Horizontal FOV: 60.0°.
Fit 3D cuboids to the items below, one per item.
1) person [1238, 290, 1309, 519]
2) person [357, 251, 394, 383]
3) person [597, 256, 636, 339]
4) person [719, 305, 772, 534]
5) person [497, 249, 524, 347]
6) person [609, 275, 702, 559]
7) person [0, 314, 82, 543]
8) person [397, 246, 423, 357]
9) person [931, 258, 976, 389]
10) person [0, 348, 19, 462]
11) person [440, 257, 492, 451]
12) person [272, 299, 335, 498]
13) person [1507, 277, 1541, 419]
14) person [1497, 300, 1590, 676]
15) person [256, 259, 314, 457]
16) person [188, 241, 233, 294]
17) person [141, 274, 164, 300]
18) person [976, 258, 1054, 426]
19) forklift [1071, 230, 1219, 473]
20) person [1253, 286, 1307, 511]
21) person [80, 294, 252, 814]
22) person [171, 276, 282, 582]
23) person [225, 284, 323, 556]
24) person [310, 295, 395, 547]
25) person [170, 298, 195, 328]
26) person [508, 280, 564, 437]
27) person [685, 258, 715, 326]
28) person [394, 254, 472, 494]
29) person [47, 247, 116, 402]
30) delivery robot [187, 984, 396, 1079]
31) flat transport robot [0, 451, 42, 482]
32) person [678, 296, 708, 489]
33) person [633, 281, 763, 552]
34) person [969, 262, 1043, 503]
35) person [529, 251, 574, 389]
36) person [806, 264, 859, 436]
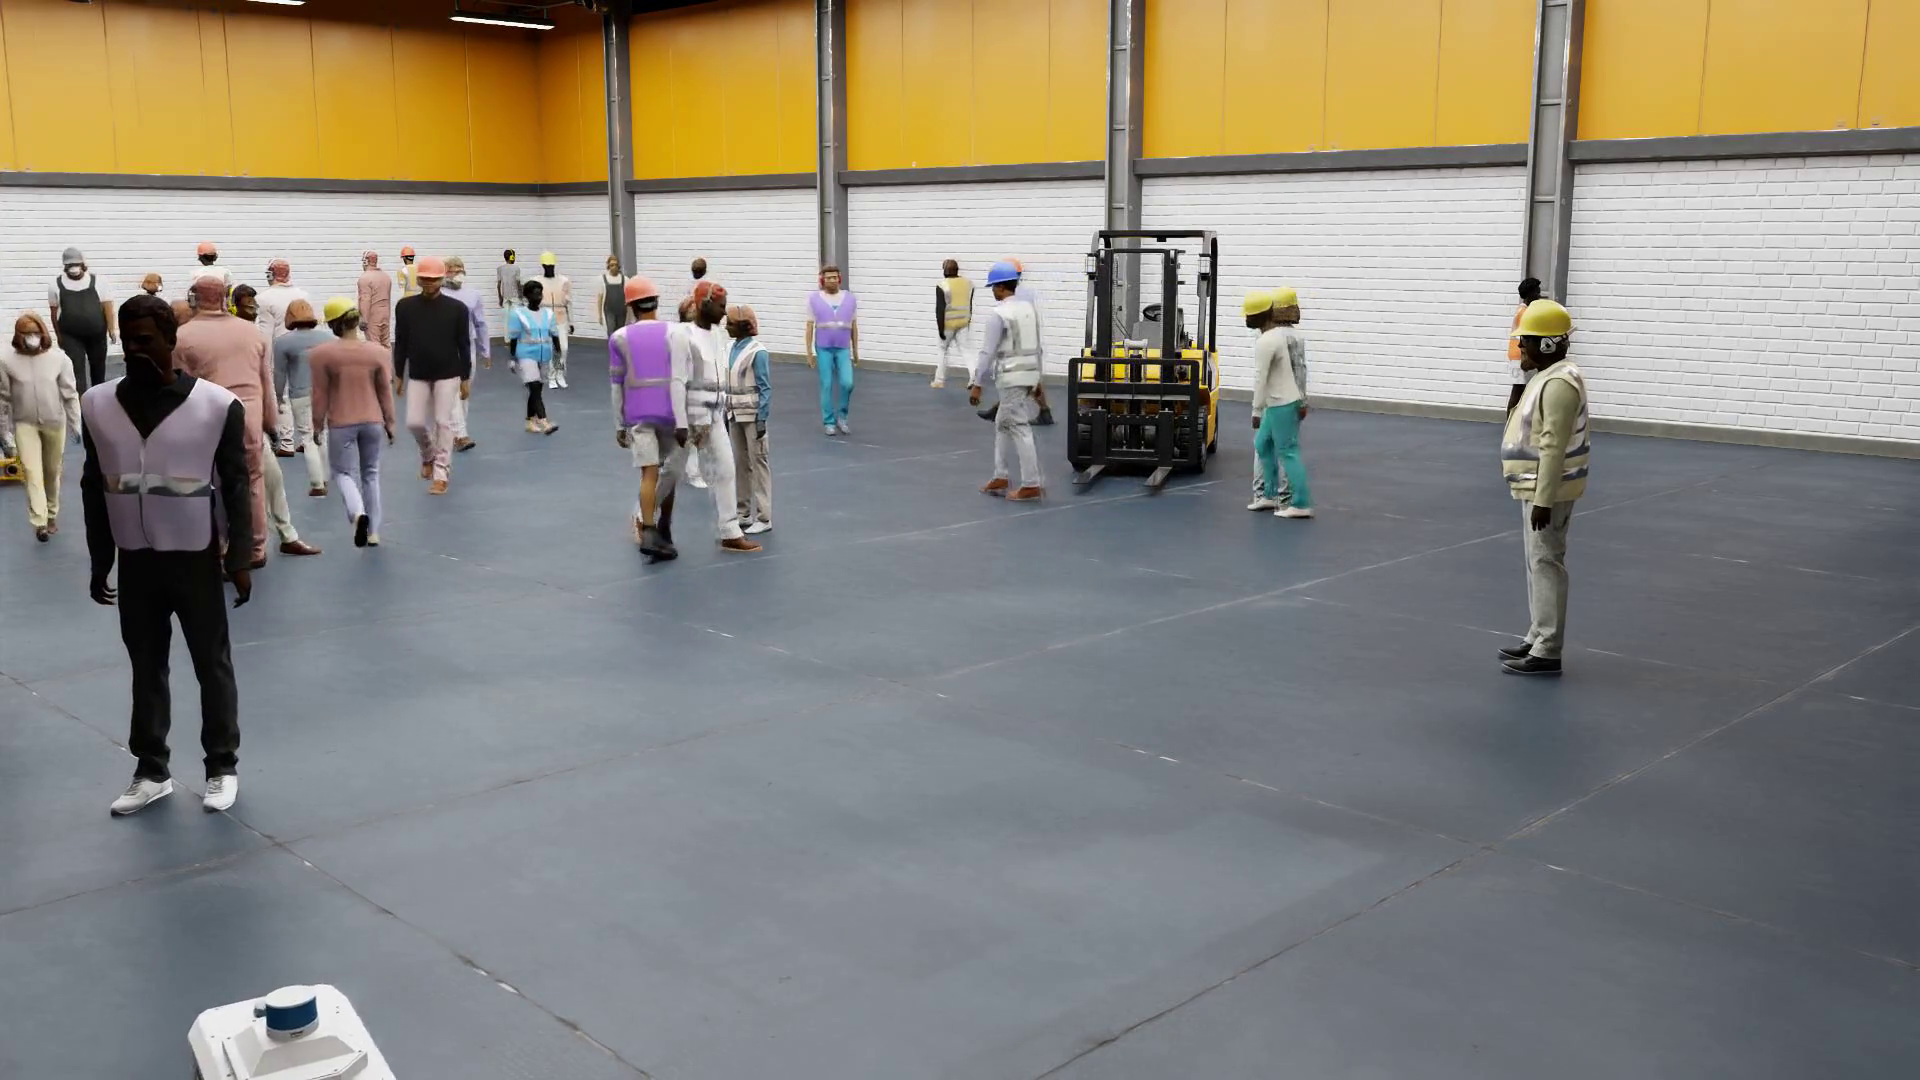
[{"bbox_3d":[2.375,-1.019,12.554,0.614,1.715,0.536,4,11,22],"label":"person"},{"bbox_3d":[-8.419,-3.184,23.872,0.399,1.907,0.644,3,11,16],"label":"person"},{"bbox_3d":[-5.367,-3.526,26.025,0.539,1.795,0.946,-5,11,-23],"label":"person"},{"bbox_3d":[-1.535,-0.861,11.942,0.314,1.636,0.516,-9,13,-39],"label":"person"},{"bbox_3d":[-8.579,-4.613,31.784,0.518,1.865,0.329,2,11,13],"label":"person"},{"bbox_3d":[-2.039,-0.829,11.153,0.589,1.878,0.945,-2,11,-12],"label":"person"},{"bbox_3d":[-6.449,-0.786,11.667,0.515,1.573,0.861,-7,13,-35],"label":"person"},{"bbox_3d":[-9.623,-4.174,29.186,0.356,1.938,0.544,8,13,37],"label":"person"},{"bbox_3d":[-0.073,-2.998,23.112,0.632,1.816,0.845,-6,12,-29],"label":"person"},{"bbox_3d":[-8.310,-1.372,13.958,0.635,1.918,0.684,2,11,8],"label":"person"},{"bbox_3d":[-4.935,-1.833,16.512,0.659,1.907,0.868,-9,14,-40],"label":"person"},{"bbox_3d":[-5.368,-1.163,13.644,0.522,1.603,0.684,-8,13,-39],"label":"person"},{"bbox_3d":[5.950,-1.917,17.563,0.319,1.695,0.534,4,11,22],"label":"person"},{"bbox_3d":[2.843,-0.253,8.127,0.403,1.825,0.591,2,11,13],"label":"person"},{"bbox_3d":[-6.541,-1.758,16.097,0.403,1.906,0.651,5,12,26],"label":"person"},{"bbox_3d":[-10.425,-3.130,23.193,0.365,2.048,0.605,10,14,44],"label":"person"},{"bbox_3d":[-10.844,-2.763,22.363,0.400,1.616,0.513,0,10,-1],"label":"person"},{"bbox_3d":[0.646,-2.225,18.752,1.013,1.878,0.567,5,11,23],"label":"person"},{"bbox_3d":[1.804,-1.825,15.677,1.214,2.155,2.313,2,11,13],"label":"forklift"},{"bbox_3d":[2.472,-1.071,12.790,0.289,1.746,0.487,-8,13,-38],"label":"person"},{"bbox_3d":[-2.924,0.056,6.171,0.588,1.920,0.398,0,10,-2],"label":"person"},{"bbox_3d":[-4.615,-0.693,10.393,0.594,1.884,0.728,8,13,37],"label":"person"},{"bbox_3d":[-4.808,-0.775,10.989,0.982,1.827,0.518,1,10,5],"label":"person"},{"bbox_3d":[-4.076,-0.784,11.240,0.540,1.736,0.581,-7,13,-34],"label":"person"},{"bbox_3d":[-6.347,-1.190,13.757,0.531,1.620,0.591,-9,14,-40],"label":"person"},{"bbox_3d":[-4.477,-1.925,17.694,0.884,1.646,0.553,10,14,43],"label":"person"},{"bbox_3d":[-3.762,-3.192,24.212,0.470,1.803,0.703,-7,12,-34],"label":"person"},{"bbox_3d":[-4.374,-1.377,13.839,0.631,1.976,0.574,-1,10,-6],"label":"person"},{"bbox_3d":[-10.682,-2.587,20.251,0.682,2.000,0.985,-6,12,-29],"label":"person"},{"bbox_3d":[-1.393,1.182,3.499,0.477,0.478,0.707,-7,12,-32],"label":"delivery robot"},{"bbox_3d":[-8.596,-0.607,14.285,1.431,0.197,0.652,-4,11,-22],"label":"flat transport robot"},{"bbox_3d":[-2.308,-1.271,14.225,0.518,1.627,0.616,-8,13,-38],"label":"person"},{"bbox_3d":[-1.830,-0.840,11.318,0.992,1.836,0.617,6,12,31],"label":"person"},{"bbox_3d":[0.360,-1.268,13.392,0.808,1.903,0.648,7,12,32],"label":"person"},{"bbox_3d":[-5.648,-3.037,23.047,0.624,1.908,0.539,-4,11,-23],"label":"person"},{"bbox_3d":[-1.347,-2.009,17.679,0.590,1.824,0.528,-3,11,-17],"label":"person"}]
